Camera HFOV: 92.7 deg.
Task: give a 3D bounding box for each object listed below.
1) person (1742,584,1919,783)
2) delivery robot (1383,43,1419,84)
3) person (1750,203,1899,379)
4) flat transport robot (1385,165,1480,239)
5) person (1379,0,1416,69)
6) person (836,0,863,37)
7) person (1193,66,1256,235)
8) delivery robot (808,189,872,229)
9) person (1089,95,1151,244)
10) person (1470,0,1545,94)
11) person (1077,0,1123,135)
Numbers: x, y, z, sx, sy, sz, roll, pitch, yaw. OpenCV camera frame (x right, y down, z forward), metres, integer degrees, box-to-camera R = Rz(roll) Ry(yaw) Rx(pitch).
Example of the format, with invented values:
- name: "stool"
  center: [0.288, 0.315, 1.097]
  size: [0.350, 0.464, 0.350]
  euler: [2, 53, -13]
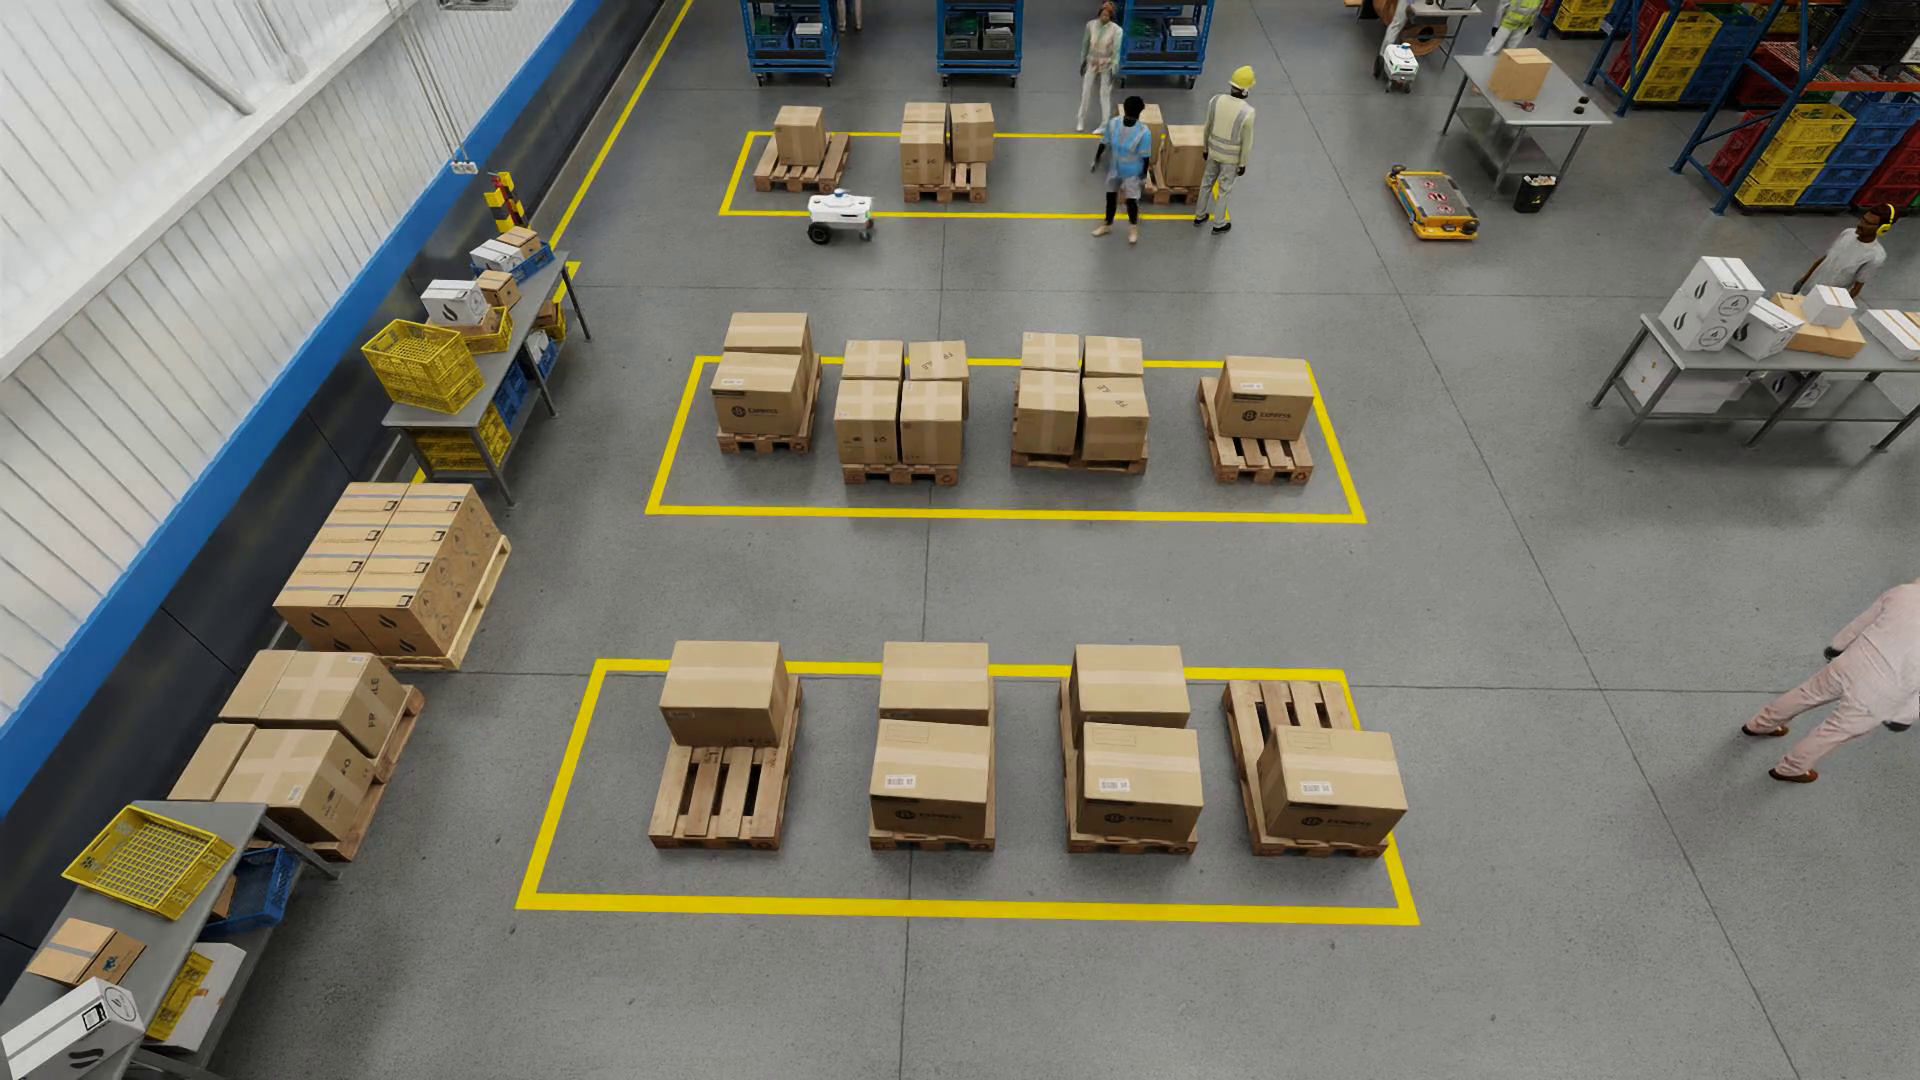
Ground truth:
- name: "person"
  center: [5.720, 0.861, 5.704]
  size: [0.396, 1.899, 0.656]
  euler: [1, 49, 1]
- name: "delivery robot"
  center: [6.374, -6.919, 13.257]
  size: [0.477, 0.478, 0.707]
  euler: [4, 49, 4]
- name: "person"
  center: [7.779, -2.184, 8.362]
  size: [0.316, 1.860, 0.532]
  euler: [-2, 49, -2]
- name: "flat transport robot"
  center: [5.692, -4.094, 11.059]
  size: [0.652, 0.197, 1.431]
  euler: [1, 49, 1]
- name: "person"
  center: [6.506, -7.880, 13.249]
  size: [0.368, 1.932, 0.627]
  euler: [15, 51, 12]
- name: "person"
  center: [-1.753, -8.829, 14.036]
  size: [0.626, 1.982, 0.410]
  euler: [-19, 52, -16]
- name: "person"
  center: [2.975, -4.329, 10.236]
  size: [0.404, 1.832, 0.599]
  euler: [-35, 58, -27]
- name: "delivery robot"
  center: [-1.375, -3.798, 10.557]
  size: [0.707, 0.478, 0.477]
  euler: [2, 49, 2]
- name: "person"
  center: [1.785, -4.111, 10.148]
  size: [0.679, 1.688, 0.373]
  euler: [33, 57, 25]
- name: "person"
  center: [7.680, -7.161, 12.691]
  size: [0.629, 1.837, 0.431]
  euler: [-7, 49, -6]
- name: "person"
  center: [1.823, -6.149, 11.945]
  size: [0.541, 1.631, 0.320]
  euler: [22, 53, 18]
